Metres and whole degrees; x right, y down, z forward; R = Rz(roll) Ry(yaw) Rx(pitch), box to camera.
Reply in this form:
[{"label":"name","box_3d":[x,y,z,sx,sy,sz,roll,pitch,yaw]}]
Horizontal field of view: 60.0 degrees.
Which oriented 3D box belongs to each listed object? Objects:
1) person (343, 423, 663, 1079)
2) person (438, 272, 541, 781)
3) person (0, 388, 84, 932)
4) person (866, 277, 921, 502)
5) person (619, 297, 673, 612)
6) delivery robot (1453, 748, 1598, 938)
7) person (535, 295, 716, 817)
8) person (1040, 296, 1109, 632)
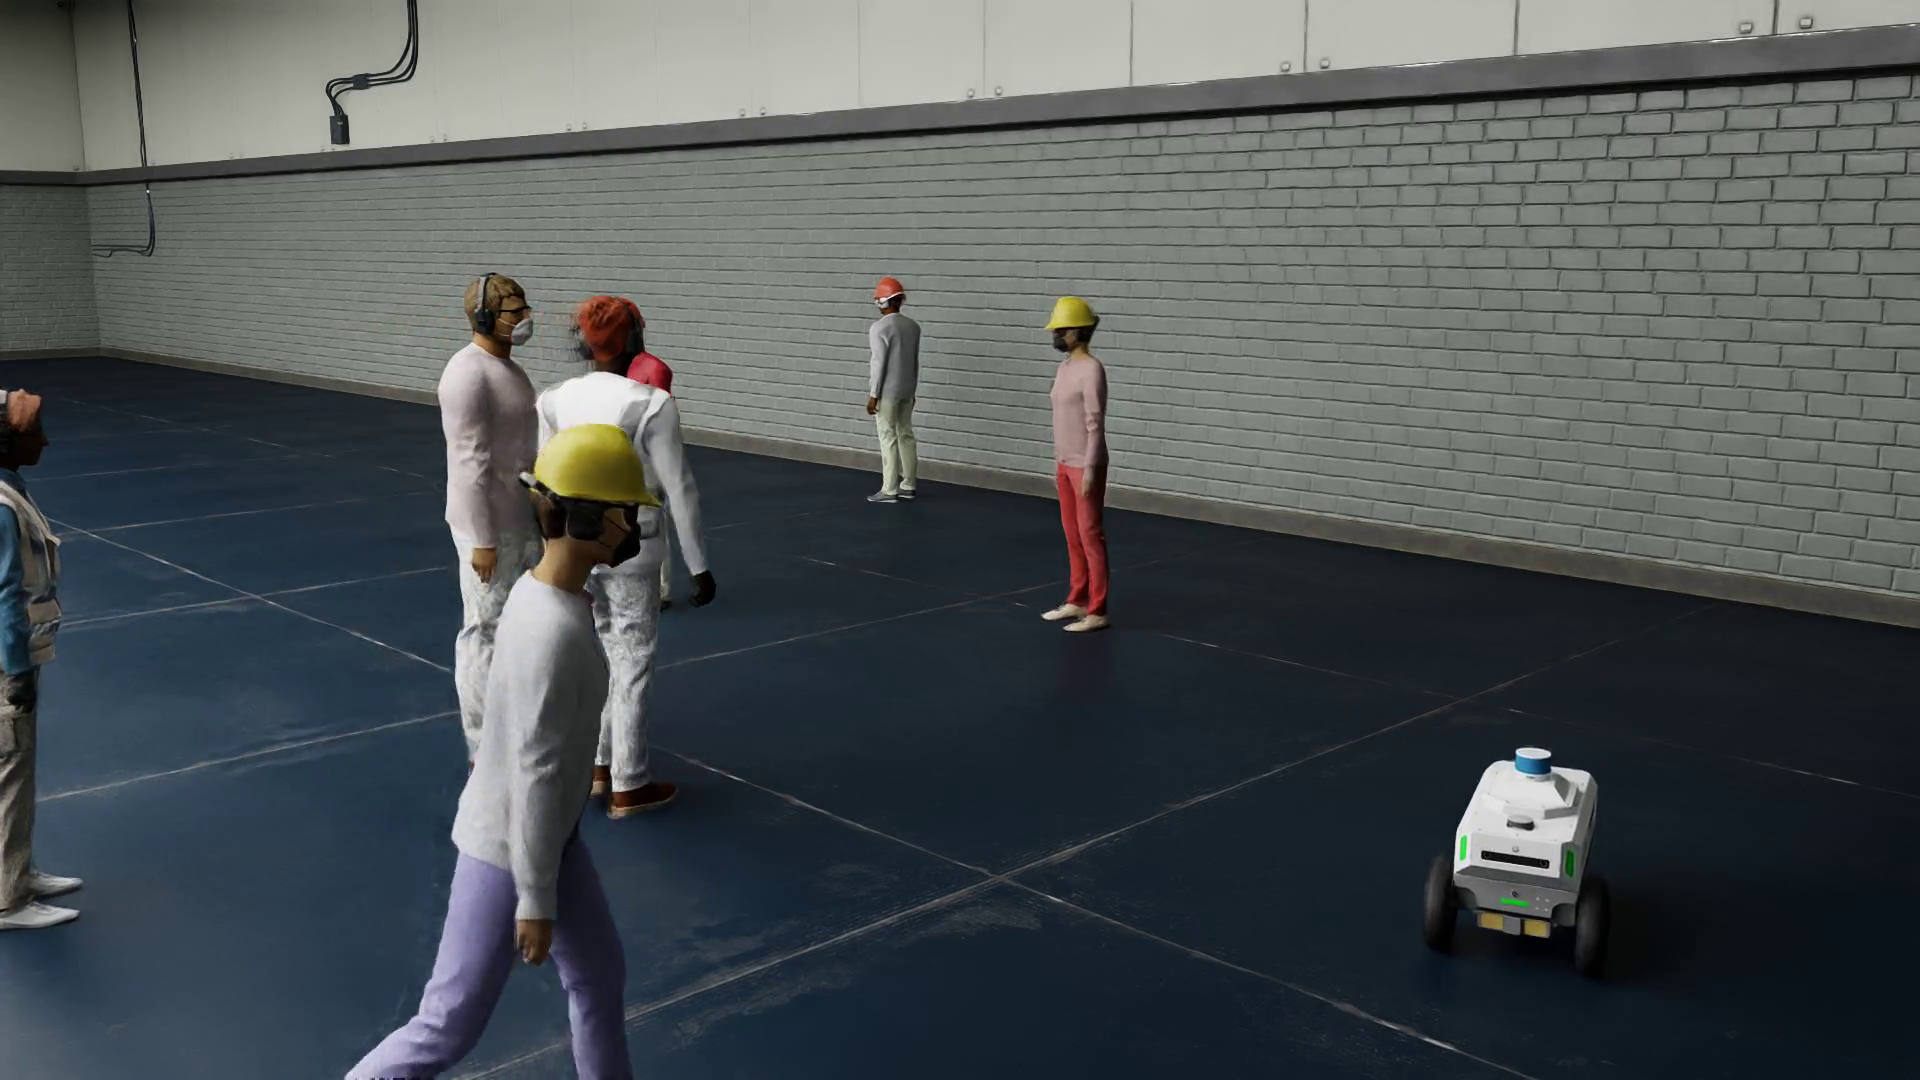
[{"label":"person","box_3d":[-0.976,0.619,3.374,0.910,1.714,0.552,-2,11,-9]},{"label":"person","box_3d":[-1.756,-0.041,6.347,0.372,1.941,0.627,0,10,1]},{"label":"person","box_3d":[-2.855,0.360,5.012,0.321,1.627,0.509,-6,12,-28]},{"label":"person","box_3d":[-0.543,-1.173,13.023,0.338,1.749,0.573,7,13,35]},{"label":"person","box_3d":[-1.821,-0.453,9.133,0.571,1.743,0.353,8,13,37]},{"label":"delivery robot","box_3d":[1.692,0.861,4.946,0.477,0.478,0.707,5,11,24]},{"label":"person","box_3d":[-1.188,0.070,5.951,0.631,1.872,0.439,6,12,29]},{"label":"person","box_3d":[0.612,-0.398,8.774,0.323,1.766,0.523,-3,11,-18]}]
